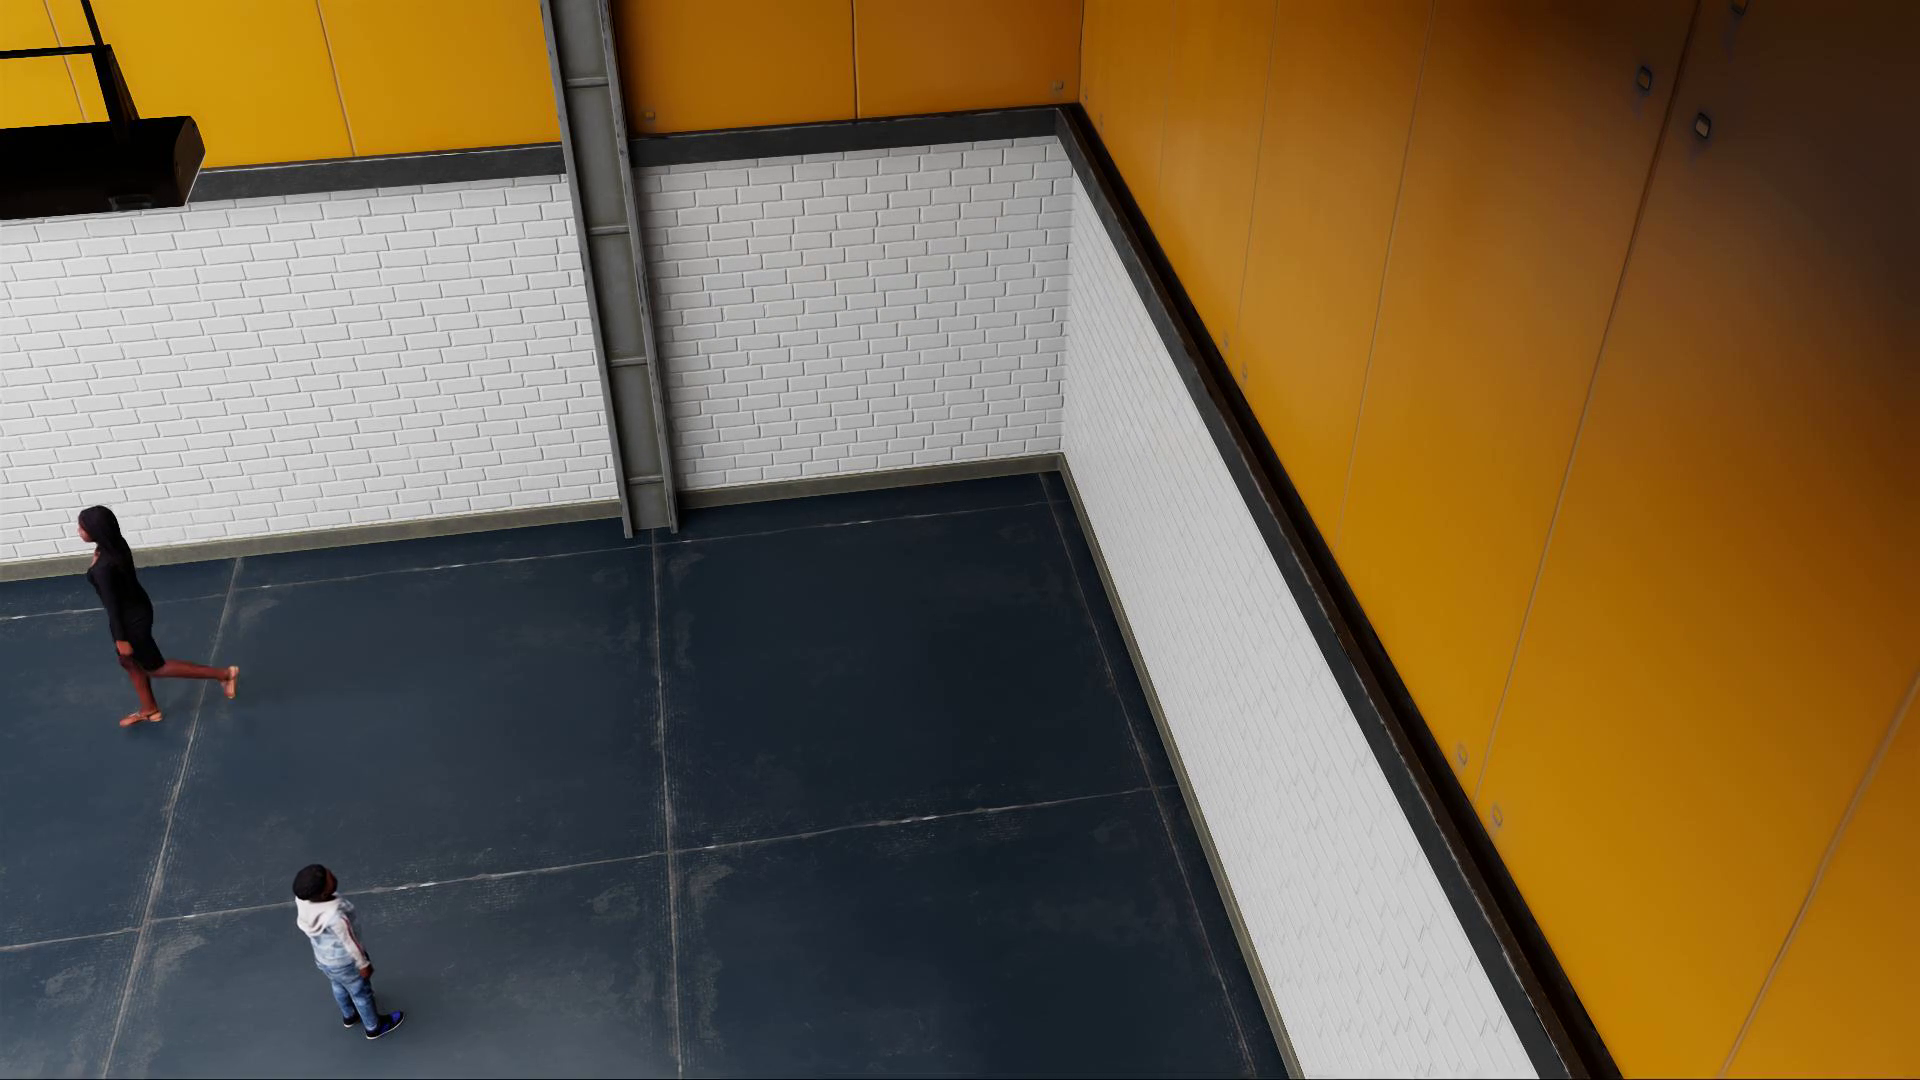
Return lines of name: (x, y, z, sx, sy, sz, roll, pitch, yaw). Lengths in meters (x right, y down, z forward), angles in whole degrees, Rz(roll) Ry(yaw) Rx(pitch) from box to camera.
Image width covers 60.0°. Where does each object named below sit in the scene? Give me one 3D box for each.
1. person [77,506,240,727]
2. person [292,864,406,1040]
person: (-5.067, 0.496, 10.357, 1.076, 1.704, 0.752, -13, 40, -16)
person: (-3.235, 2.136, 8.658, 0.568, 1.260, 0.628, 23, 44, 26)
